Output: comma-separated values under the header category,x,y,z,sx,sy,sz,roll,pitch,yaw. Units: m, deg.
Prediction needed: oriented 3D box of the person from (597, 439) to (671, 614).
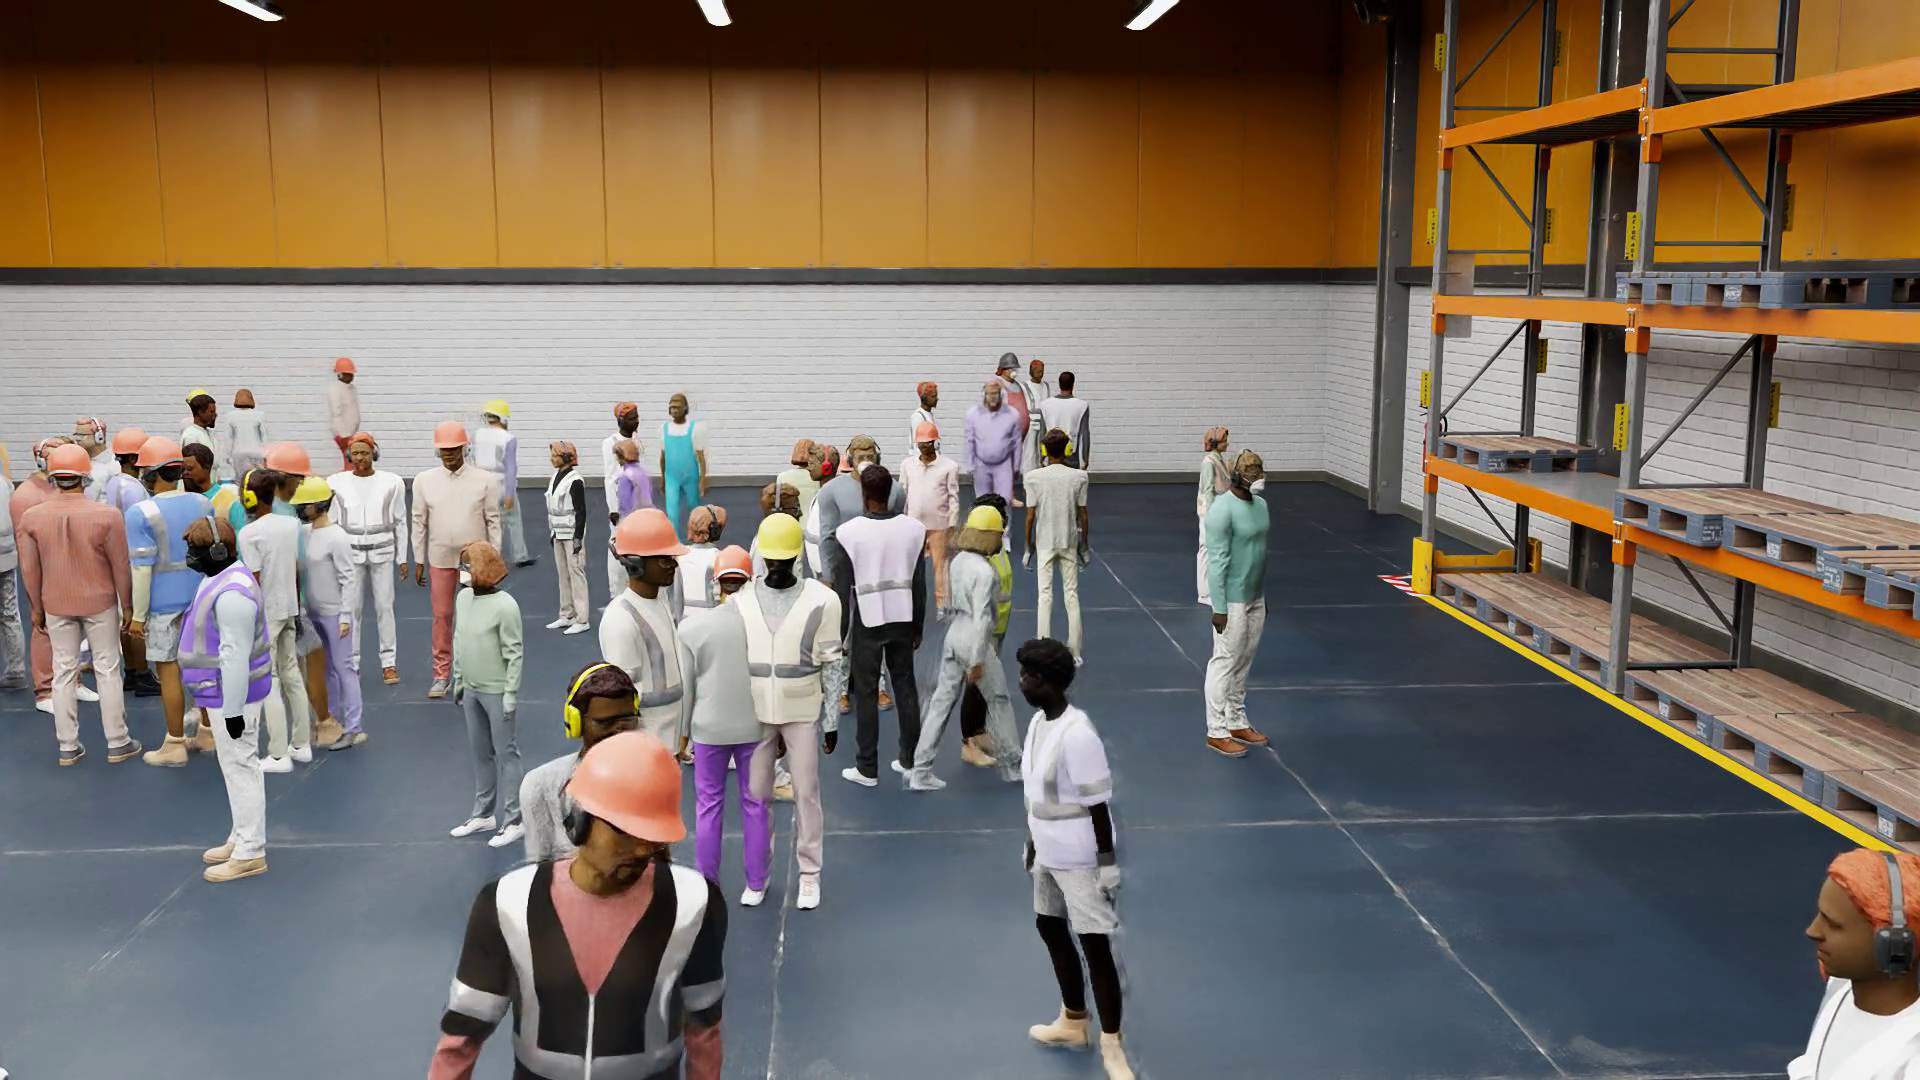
category,x,y,z,sx,sy,sz,roll,pitch,yaw
person,-2.870,-0.078,14.510,0.796,1.590,0.584,1,9,8

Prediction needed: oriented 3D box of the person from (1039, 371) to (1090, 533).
category,x,y,z,sx,sy,sz,roll,pitch,yaw
person,1.216,-1.009,19.419,0.601,1.911,0.390,2,9,12

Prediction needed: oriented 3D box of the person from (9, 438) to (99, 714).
category,x,y,z,sx,sy,sz,roll,pitch,yaw
person,-6.253,0.240,11.571,0.401,1.906,0.650,1,9,6

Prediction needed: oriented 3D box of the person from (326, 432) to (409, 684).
category,x,y,z,sx,sy,sz,roll,pitch,yaw
person,-4.367,0.141,12.270,0.575,1.882,0.360,-3,9,-17

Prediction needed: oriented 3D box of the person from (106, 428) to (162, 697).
category,x,y,z,sx,sy,sz,roll,pitch,yaw
person,-5.910,0.159,11.982,0.358,1.937,0.548,-8,12,-41

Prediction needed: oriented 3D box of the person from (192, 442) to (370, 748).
category,x,y,z,sx,sy,sz,roll,pitch,yaw
person,-4.363,0.371,10.520,1.000,1.997,0.612,-3,10,-18

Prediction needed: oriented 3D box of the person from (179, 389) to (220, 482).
category,x,y,z,sx,sy,sz,roll,pitch,yaw
person,-8.445,-0.800,18.543,0.534,1.767,0.319,5,10,27

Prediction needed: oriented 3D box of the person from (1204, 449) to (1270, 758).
category,x,y,z,sx,sy,sz,roll,pitch,yaw
person,1.771,0.388,10.541,0.356,1.938,0.638,7,11,36

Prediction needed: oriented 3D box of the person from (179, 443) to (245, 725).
category,x,y,z,sx,sy,sz,roll,pitch,yaw
person,-5.030,0.307,11.149,0.591,1.909,0.390,3,9,18

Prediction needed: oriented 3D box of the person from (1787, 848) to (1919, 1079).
category,x,y,z,sx,sy,sz,roll,pitch,yaw
person,1.865,1.548,3.438,0.352,1.880,0.576,2,9,10

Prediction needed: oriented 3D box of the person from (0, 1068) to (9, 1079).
category,x,y,z,sx,sy,sz,roll,pitch,yaw
person,-3.774,1.140,6.022,0.328,1.876,0.509,3,9,18

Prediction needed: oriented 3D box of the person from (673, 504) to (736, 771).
category,x,y,z,sx,sy,sz,roll,pitch,yaw
person,-1.535,0.598,10.157,0.522,1.639,0.305,7,11,38

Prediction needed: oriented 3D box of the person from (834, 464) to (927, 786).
category,x,y,z,sx,sy,sz,roll,pitch,yaw
person,-0.461,0.504,9.931,0.591,1.909,0.410,-5,10,-29

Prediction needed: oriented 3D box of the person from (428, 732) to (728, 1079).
category,x,y,z,sx,sy,sz,roll,pitch,yaw
person,-0.910,1.413,3.997,0.719,1.979,1.061,0,9,-3

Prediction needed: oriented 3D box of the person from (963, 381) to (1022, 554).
category,x,y,z,sx,sy,sz,roll,pitch,yaw
person,0.360,-0.787,18.120,0.645,1.873,0.853,0,9,1

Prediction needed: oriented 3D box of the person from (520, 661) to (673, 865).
category,x,y,z,sx,sy,sz,roll,pitch,yaw
person,-1.103,1.286,5.166,0.509,1.860,0.333,-6,11,-33

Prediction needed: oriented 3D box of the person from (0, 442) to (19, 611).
category,x,y,z,sx,sy,sz,roll,pitch,yaw
person,-8.425,-0.230,14.455,0.384,1.928,0.588,-4,10,-26

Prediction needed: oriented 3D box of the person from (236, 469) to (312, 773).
category,x,y,z,sx,sy,sz,roll,pitch,yaw
person,-4.202,0.497,10.144,0.343,1.866,0.599,2,9,15

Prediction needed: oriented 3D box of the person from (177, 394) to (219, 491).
category,x,y,z,sx,sy,sz,roll,pitch,yaw
person,-7.180,-0.423,15.736,0.384,1.910,0.596,-1,9,-9

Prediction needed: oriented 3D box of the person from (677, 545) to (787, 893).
category,x,y,z,sx,sy,sz,roll,pitch,yaw
person,-1.093,0.890,8.027,0.573,1.737,0.355,-3,9,-17

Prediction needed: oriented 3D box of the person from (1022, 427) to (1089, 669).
category,x,y,z,sx,sy,sz,roll,pitch,yaw
person,0.734,0.072,12.772,0.512,1.862,0.330,0,9,-3

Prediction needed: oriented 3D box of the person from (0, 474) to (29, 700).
category,x,y,z,sx,sy,sz,roll,pitch,yaw
person,-6.961,0.181,11.853,0.413,1.940,0.605,1,9,4

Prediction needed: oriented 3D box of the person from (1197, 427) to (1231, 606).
category,x,y,z,sx,sy,sz,roll,pitch,yaw
person,2.331,-0.222,15.300,0.311,1.642,0.514,3,9,17

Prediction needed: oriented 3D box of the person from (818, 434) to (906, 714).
category,x,y,z,sx,sy,sz,roll,pitch,yaw
person,-0.667,0.231,11.531,0.629,1.939,0.372,-3,10,-19

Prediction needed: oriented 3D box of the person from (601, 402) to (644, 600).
category,x,y,z,sx,sy,sz,roll,pitch,yaw
person,-3.027,-0.315,15.129,0.355,1.883,0.572,3,10,20

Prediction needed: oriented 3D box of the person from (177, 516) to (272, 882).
category,x,y,z,sx,sy,sz,roll,pitch,yaw
person,-3.696,0.786,8.390,0.429,1.837,0.624,-5,10,-27

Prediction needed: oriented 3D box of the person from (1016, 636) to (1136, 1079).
category,x,y,z,sx,sy,sz,roll,pitch,yaw
person,0.444,1.207,6.275,0.340,1.661,0.685,-4,10,-22

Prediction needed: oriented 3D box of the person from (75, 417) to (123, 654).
category,x,y,z,sx,sy,sz,roll,pitch,yaw
person,-6.867,-0.028,13.252,0.639,1.910,0.407,4,10,24

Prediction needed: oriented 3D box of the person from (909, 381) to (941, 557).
category,x,y,z,sx,sy,sz,roll,pitch,yaw
person,-0.379,-0.771,17.990,0.337,1.882,0.584,2,9,12

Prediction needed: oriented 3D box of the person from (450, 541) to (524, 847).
category,x,y,z,sx,sy,sz,roll,pitch,yaw
person,-2.520,0.809,8.851,0.498,1.634,0.278,7,11,36

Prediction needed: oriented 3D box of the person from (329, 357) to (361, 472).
category,x,y,z,sx,sy,sz,roll,pitch,yaw
person,-7.909,-1.385,21.561,0.427,1.970,0.635,1,9,8

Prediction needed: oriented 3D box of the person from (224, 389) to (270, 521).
category,x,y,z,sx,sy,sz,roll,pitch,yaw
person,-8.788,-1.049,20.520,0.507,1.631,0.267,-3,10,-21

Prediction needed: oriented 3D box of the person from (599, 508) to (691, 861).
category,x,y,z,sx,sy,sz,roll,pitch,yaw
person,-1.323,0.877,7.142,0.377,2.045,0.605,0,9,2

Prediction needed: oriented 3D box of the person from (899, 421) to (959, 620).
category,x,y,z,sx,sy,sz,roll,pitch,yaw
person,-0.287,-0.168,14.613,0.563,1.751,0.329,2,9,14

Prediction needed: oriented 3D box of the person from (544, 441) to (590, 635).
category,x,y,z,sx,sy,sz,roll,pitch,yaw
person,-3.323,-0.026,14.074,0.306,1.639,0.523,-7,12,-38

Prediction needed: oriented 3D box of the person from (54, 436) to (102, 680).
category,x,y,z,sx,sy,sz,roll,pitch,yaw
person,-6.648,0.134,12.474,0.359,1.834,0.524,3,9,18

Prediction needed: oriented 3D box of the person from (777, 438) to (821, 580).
category,x,y,z,sx,sy,sz,roll,pitch,yaw
person,-1.323,-0.059,14.300,0.503,1.632,0.274,0,9,-1

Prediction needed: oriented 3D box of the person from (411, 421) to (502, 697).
category,x,y,z,sx,sy,sz,roll,pitch,yaw
person,-3.609,0.136,11.943,0.623,1.993,0.385,-2,9,-11

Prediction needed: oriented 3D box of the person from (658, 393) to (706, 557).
category,x,y,z,sx,sy,sz,roll,pitch,yaw
person,-2.900,-0.649,17.472,0.523,1.810,0.924,1,9,7

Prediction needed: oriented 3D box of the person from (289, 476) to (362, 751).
category,x,y,z,sx,sy,sz,roll,pitch,yaw
person,-4.060,0.463,10.615,0.528,1.765,0.328,7,11,38

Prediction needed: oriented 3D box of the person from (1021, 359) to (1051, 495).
category,x,y,z,sx,sy,sz,roll,pitch,yaw
person,1.039,-1.540,22.849,0.585,1.879,0.367,-8,12,-41

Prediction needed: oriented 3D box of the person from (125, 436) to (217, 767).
category,x,y,z,sx,sy,sz,roll,pitch,yaw
person,-4.873,0.379,10.271,0.376,2.044,0.607,4,10,21

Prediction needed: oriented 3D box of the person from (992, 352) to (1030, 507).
category,x,y,z,sx,sy,sz,roll,pitch,yaw
person,0.645,-1.409,21.508,0.536,2.000,0.688,6,11,32

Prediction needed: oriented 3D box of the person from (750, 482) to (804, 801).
category,x,y,z,sx,sy,sz,roll,pitch,yaw
person,-1.061,0.579,9.636,0.327,1.843,0.516,-2,9,-12

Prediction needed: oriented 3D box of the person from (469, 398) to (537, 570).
category,x,y,z,sx,sy,sz,roll,pitch,yaw
person,-4.709,-0.533,16.802,0.583,1.792,0.909,4,10,22

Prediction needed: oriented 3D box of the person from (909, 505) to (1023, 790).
category,x,y,z,sx,sy,sz,roll,pitch,yaw
person,0.082,0.634,9.776,0.896,1.685,0.490,-5,10,-30

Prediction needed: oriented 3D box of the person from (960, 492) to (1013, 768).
category,x,y,z,sx,sy,sz,roll,pitch,yaw
person,0.164,0.546,10.308,0.317,1.695,0.540,3,9,17

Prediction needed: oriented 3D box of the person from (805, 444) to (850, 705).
category,x,y,z,sx,sy,sz,roll,pitch,yaw
person,-0.916,0.238,11.783,0.390,1.843,0.566,-2,9,-11

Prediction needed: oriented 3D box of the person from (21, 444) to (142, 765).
category,x,y,z,sx,sy,sz,roll,pitch,yaw
person,-5.422,0.401,10.278,0.613,1.997,0.374,-2,9,-10

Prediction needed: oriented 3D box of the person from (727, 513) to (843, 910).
category,x,y,z,sx,sy,sz,roll,pitch,yaw
person,-0.852,0.814,7.938,0.588,1.918,0.401,1,9,8
